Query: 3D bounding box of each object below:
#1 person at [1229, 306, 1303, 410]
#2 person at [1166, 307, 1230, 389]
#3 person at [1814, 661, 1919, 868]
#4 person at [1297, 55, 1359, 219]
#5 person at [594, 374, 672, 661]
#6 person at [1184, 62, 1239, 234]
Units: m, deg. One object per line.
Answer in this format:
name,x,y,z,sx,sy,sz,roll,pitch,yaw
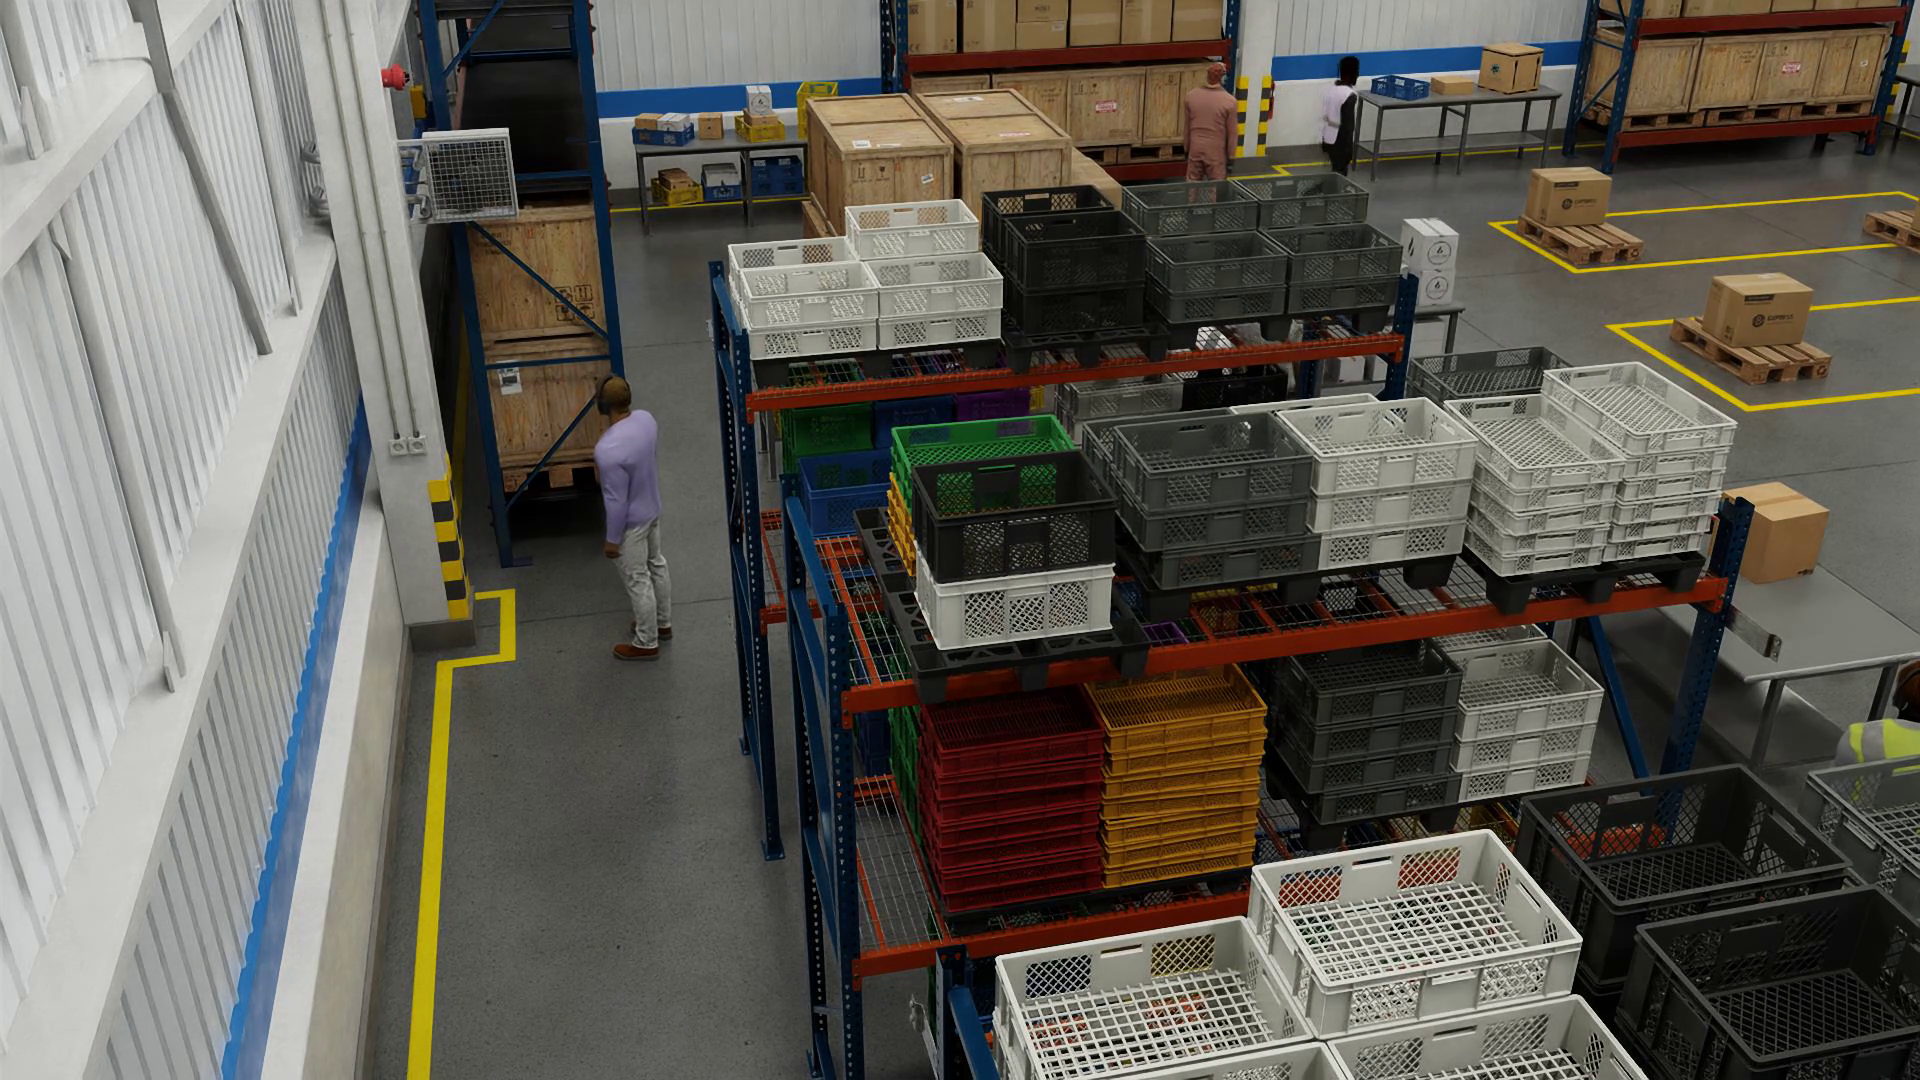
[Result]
person,2.254,-1.091,12.403,0.548,1.851,0.393,4,28,7
person,1.692,-0.977,12.163,0.578,1.878,0.343,22,35,35
person,4.276,1.387,7.732,0.629,1.832,0.430,5,28,9
person,4.245,-4.535,18.887,0.718,1.901,0.604,-4,28,-8
person,-2.075,-0.135,10.502,0.374,1.936,0.629,7,29,13
person,2.793,-4.357,18.558,0.645,1.896,0.400,18,33,31
